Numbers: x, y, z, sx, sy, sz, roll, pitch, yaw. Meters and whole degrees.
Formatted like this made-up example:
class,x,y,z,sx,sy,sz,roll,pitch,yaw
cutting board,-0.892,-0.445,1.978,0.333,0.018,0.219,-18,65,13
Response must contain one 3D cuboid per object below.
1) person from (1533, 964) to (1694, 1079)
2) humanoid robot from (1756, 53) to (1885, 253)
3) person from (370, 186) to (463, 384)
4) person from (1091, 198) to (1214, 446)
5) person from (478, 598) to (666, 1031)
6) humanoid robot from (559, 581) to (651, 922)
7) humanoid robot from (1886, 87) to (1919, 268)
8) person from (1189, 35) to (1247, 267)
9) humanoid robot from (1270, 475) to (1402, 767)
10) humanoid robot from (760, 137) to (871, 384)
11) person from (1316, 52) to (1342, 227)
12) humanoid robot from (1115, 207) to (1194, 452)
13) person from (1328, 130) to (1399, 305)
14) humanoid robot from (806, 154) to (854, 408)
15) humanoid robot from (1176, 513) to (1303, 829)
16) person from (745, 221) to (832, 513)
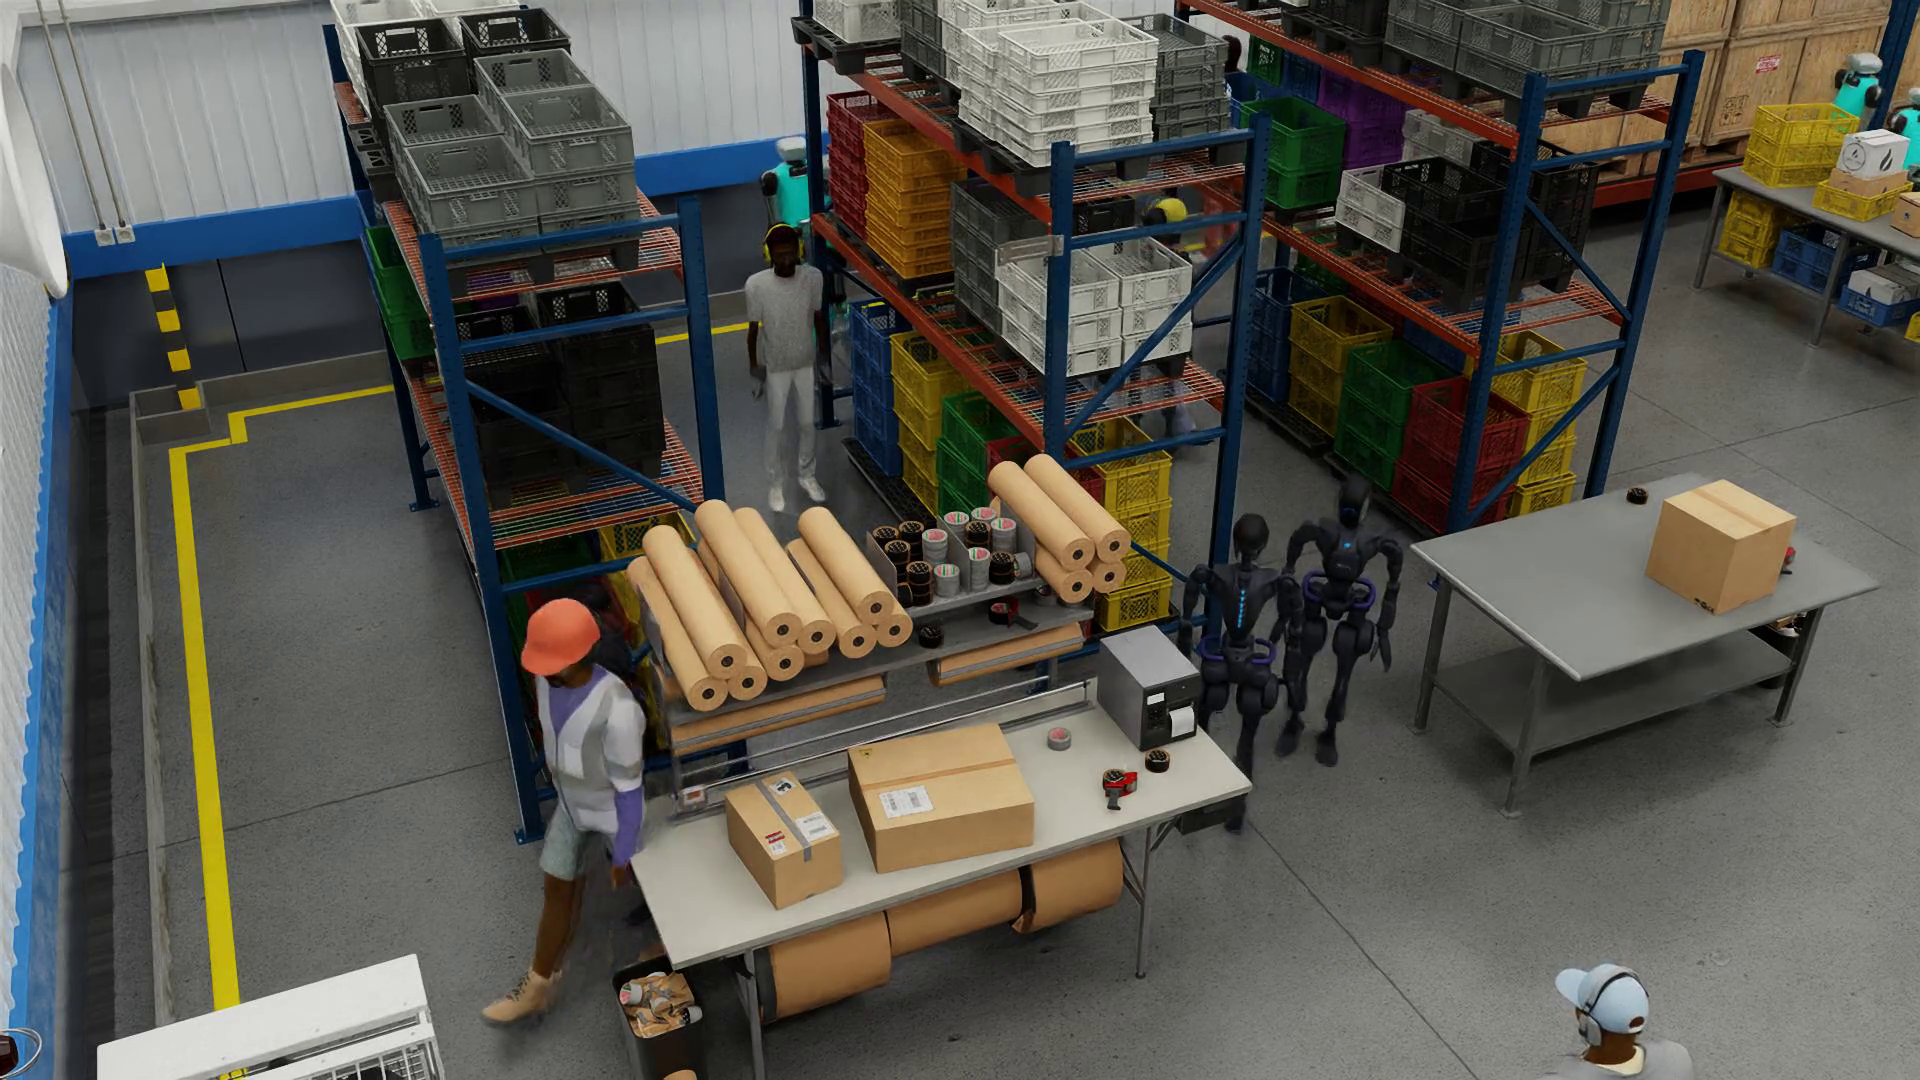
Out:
class,x,y,z,sx,sy,sz,roll,pitch,yaw
person,1.885,2.015,5.192,0.587,1.849,0.389,-11,33,-18
humanoid robot,6.971,-3.097,13.626,1.042,1.747,0.559,-4,32,-7
person,-3.778,-1.958,11.647,0.512,1.843,0.325,1,32,1
person,1.260,-1.457,10.972,0.541,1.687,1.022,-21,37,-30
person,-1.501,1.087,6.570,0.619,1.983,1.044,25,39,34
humanoid robot,-1.474,0.876,7.199,0.376,1.640,0.586,-4,32,-7
humanoid robot,7.244,-2.439,12.580,0.566,1.824,0.791,-14,34,-21
person,2.148,-3.141,13.505,0.403,1.919,0.600,20,37,29
humanoid robot,1.812,0.382,8.019,0.591,1.642,0.398,8,33,13
humanoid robot,-0.937,-1.842,11.557,0.590,1.773,0.878,-17,36,-26
person,3.127,-3.223,13.705,0.624,1.843,0.429,-18,36,-27
humanoid robot,1.232,-1.346,10.825,0.584,1.641,0.397,5,32,8
person,3.054,-2.528,12.587,0.464,1.827,0.585,22,38,31
humanoid robot,-1.020,-1.737,11.419,0.660,1.829,0.544,-6,32,-10
humanoid robot,1.268,0.590,7.662,0.616,1.649,0.370,5,32,8
person,-1.038,-1.057,10.161,0.528,1.868,0.310,-13,34,-20
